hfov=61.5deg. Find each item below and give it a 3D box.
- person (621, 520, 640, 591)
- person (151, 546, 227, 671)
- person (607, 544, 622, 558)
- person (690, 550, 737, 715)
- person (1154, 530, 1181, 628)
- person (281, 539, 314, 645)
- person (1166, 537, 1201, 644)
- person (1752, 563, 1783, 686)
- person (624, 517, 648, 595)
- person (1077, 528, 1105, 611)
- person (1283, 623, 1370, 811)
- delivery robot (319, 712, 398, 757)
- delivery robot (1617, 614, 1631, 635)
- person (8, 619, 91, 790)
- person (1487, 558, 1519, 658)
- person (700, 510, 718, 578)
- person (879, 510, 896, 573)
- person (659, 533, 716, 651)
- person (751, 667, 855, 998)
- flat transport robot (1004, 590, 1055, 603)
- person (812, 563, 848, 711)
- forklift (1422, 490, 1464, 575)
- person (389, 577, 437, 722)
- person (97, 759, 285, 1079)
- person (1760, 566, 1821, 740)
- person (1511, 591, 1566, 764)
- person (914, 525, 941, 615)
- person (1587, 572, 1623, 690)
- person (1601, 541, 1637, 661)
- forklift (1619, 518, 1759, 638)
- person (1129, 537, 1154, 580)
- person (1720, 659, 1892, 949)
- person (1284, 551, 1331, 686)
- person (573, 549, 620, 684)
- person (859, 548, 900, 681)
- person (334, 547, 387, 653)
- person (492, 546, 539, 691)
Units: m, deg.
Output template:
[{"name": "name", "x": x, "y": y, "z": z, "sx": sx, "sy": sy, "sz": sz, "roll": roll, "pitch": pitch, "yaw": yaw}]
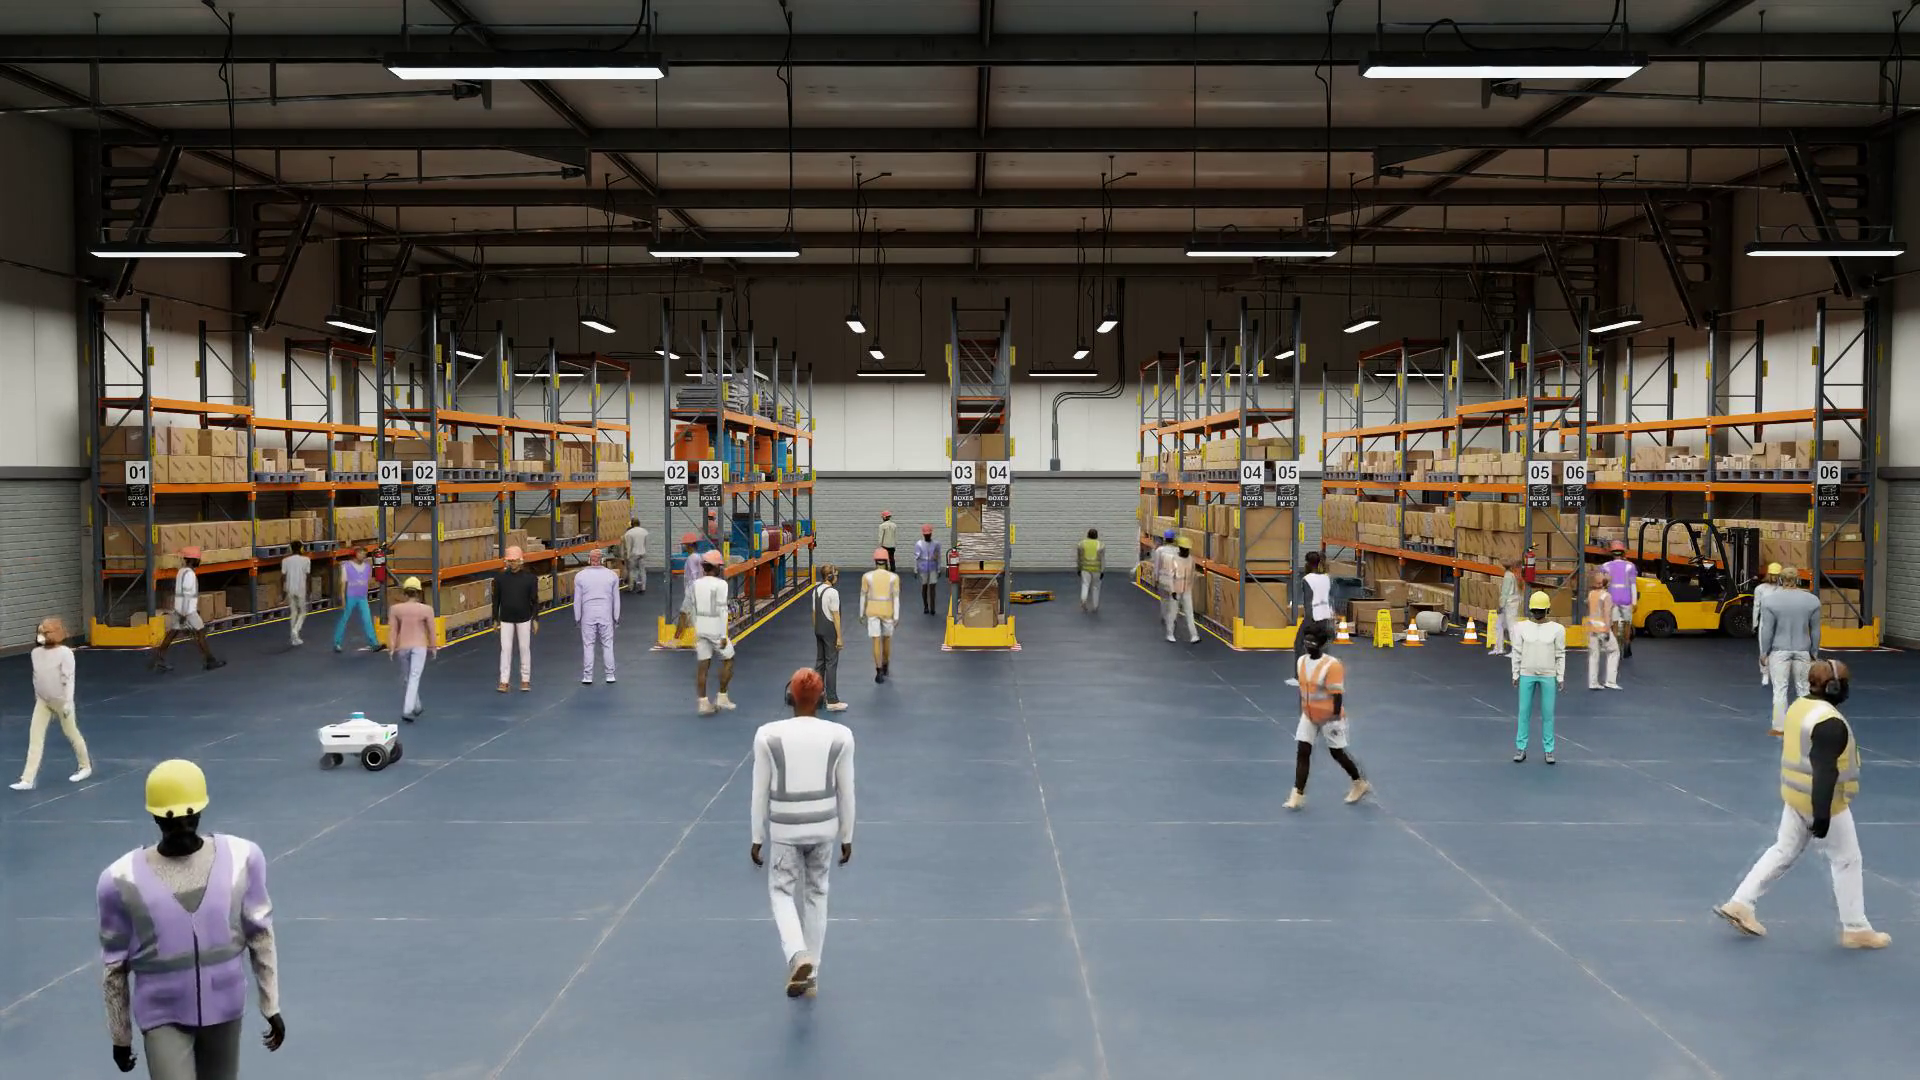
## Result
[{"name": "person", "x": -8.273, "y": 0.411, "z": 40.786, "sx": 0.610, "sy": 1.818, "sz": 0.555, "roll": 0, "pitch": 2, "yaw": 1}, {"name": "person", "x": -11.682, "y": 1.038, "z": 24.366, "sx": 1.042, "sy": 1.883, "sz": 0.549, "roll": -2, "pitch": 3, "yaw": -45}, {"name": "person", "x": -9.536, "y": 0.211, "z": 44.608, "sx": 0.976, "sy": 1.919, "sz": 0.612, "roll": 0, "pitch": 2, "yaw": 3}, {"name": "person", "x": -3.014, "y": 1.133, "z": 19.951, "sx": 0.620, "sy": 2.023, "sz": 0.673, "roll": 2, "pitch": 3, "yaw": 35}, {"name": "person", "x": 4.083, "y": 0.749, "z": 31.355, "sx": 0.631, "sy": 1.901, "sz": 0.989, "roll": 0, "pitch": 2, "yaw": 1}, {"name": "person", "x": -11.480, "y": 0.903, "z": 27.908, "sx": 0.556, "sy": 1.857, "sz": 0.547, "roll": 0, "pitch": 2, "yaw": -1}, {"name": "person", "x": 3.891, "y": 0.885, "z": 28.299, "sx": 0.598, "sy": 1.865, "sz": 1.016, "roll": -1, "pitch": 2, "yaw": -19}, {"name": "person", "x": 11.366, "y": 1.185, "z": 22.555, "sx": 0.525, "sy": 1.715, "sz": 0.738, "roll": 1, "pitch": 2, "yaw": 20}, {"name": "person", "x": -8.041, "y": 0.387, "z": 40.105, "sx": 0.435, "sy": 1.939, "sz": 0.637, "roll": 2, "pitch": 3, "yaw": 45}, {"name": "person", "x": 2.844, "y": 0.640, "z": 35.064, "sx": 0.629, "sy": 1.823, "sz": 0.784, "roll": 0, "pitch": 2, "yaw": 10}, {"name": "person", "x": 3.241, "y": 1.545, "z": 14.294, "sx": 0.853, "sy": 1.655, "sz": 0.565, "roll": -2, "pitch": 3, "yaw": -34}, {"name": "delivery robot", "x": -6.065, "y": 1.982, "z": 16.281, "sx": 0.707, "sy": 0.478, "sz": 0.477, "roll": 0, "pitch": 2, "yaw": -2}, {"name": "delivery robot", "x": 11.747, "y": 1.473, "z": 29.102, "sx": 0.477, "sy": 0.478, "sz": 0.707, "roll": -1, "pitch": 2, "yaw": -16}, {"name": "person", "x": -8.584, "y": 1.536, "z": 15.280, "sx": 0.512, "sy": 1.585, "sz": 0.882, "roll": 1, "pitch": 2, "yaw": 15}, {"name": "person", "x": 8.764, "y": 1.095, "z": 26.073, "sx": 0.653, "sy": 1.614, "sz": 0.515, "roll": 1, "pitch": 2, "yaw": 17}, {"name": "person", "x": -6.875, "y": 0.169, "z": 44.688, "sx": 0.616, "sy": 1.993, "sz": 0.395, "roll": 0, "pitch": 2, "yaw": 11}, {"name": "person", "x": -2.027, "y": 0.168, "z": 44.865, "sx": 0.617, "sy": 1.986, "sz": 0.405, "roll": -2, "pitch": 3, "yaw": -44}, {"name": "person", "x": -4.485, "y": 0.872, "z": 27.225, "sx": 1.112, "sy": 1.985, "sz": 0.623, "roll": 0, "pitch": 2, "yaw": 1}, {"name": "person", "x": -0.868, "y": 1.648, "z": 9.050, "sx": 0.591, "sy": 1.865, "sz": 0.597, "roll": -1, "pitch": 2, "yaw": -13}, {"name": "flat transport robot", "x": 1.620, "y": 1.314, "z": 37.788, "sx": 0.652, "sy": 0.197, "sz": 1.431, "roll": 1, "pitch": 3, "yaw": 30}, {"name": "person", "x": -1.651, "y": 1.214, "z": 20.300, "sx": 0.346, "sy": 1.844, "sz": 0.507, "roll": -2, "pitch": 3, "yaw": -41}, {"name": "forklift", "x": 13.926, "y": -0.371, "z": 47.846, "sx": 1.873, "sy": 2.768, "sz": 1.129, "roll": 0, "pitch": 2, "yaw": 0}, {"name": "person", "x": -6.592, "y": 1.308, "z": 19.444, "sx": 0.534, "sy": 1.727, "sz": 0.916, "roll": 0, "pitch": 2, "yaw": 0}, {"name": "person", "x": -2.940, "y": 1.754, "z": 6.148, "sx": 0.602, "sy": 1.895, "sz": 0.906, "roll": -2, "pitch": 3, "yaw": -37}, {"name": "person", "x": 9.258, "y": 1.260, "z": 18.020, "sx": 0.627, "sy": 1.934, "sz": 0.370, "roll": 0, "pitch": 2, "yaw": 12}, {"name": "person", "x": 5.935, "y": 1.404, "z": 16.574, "sx": 0.523, "sy": 1.760, "sz": 0.327, "roll": 1, "pitch": 2, "yaw": 21}, {"name": "person", "x": -0.682, "y": 0.630, "z": 34.278, "sx": 0.566, "sy": 1.903, "sz": 0.820, "roll": 0, "pitch": 2, "yaw": -1}, {"name": "person", "x": 8.850, "y": 1.249, "z": 22.110, "sx": 0.517, "sy": 1.623, "sz": 0.531, "roll": -1, "pitch": 2, "yaw": -13}, {"name": "person", "x": 10.560, "y": 0.964, "z": 25.856, "sx": 0.557, "sy": 1.894, "sz": 0.921, "roll": 1, "pitch": 3, "yaw": 27}, {"name": "forklift", "x": 13.417, "y": 0.684, "z": 29.791, "sx": 2.313, "sy": 2.155, "sz": 1.214, "roll": 0, "pitch": 2, "yaw": 0}, {"name": "person", "x": 5.037, "y": 0.270, "z": 44.337, "sx": 0.619, "sy": 1.824, "sz": 0.645, "roll": 0, "pitch": 2, "yaw": -8}, {"name": "person", "x": 5.322, "y": 1.643, "z": 10.200, "sx": 0.946, "sy": 1.804, "sz": 0.631, "roll": 0, "pitch": 2, "yaw": 6}, {"name": "person", "x": 4.839, "y": 1.102, "z": 22.449, "sx": 0.611, "sy": 1.885, "sz": 0.808, "roll": -2, "pitch": 3, "yaw": -42}, {"name": "person", "x": -5.146, "y": 1.080, "z": 22.874, "sx": 0.651, "sy": 1.906, "sz": 0.401, "roll": -1, "pitch": 2, "yaw": -18}, {"name": "person", "x": -1.168, "y": 1.067, "z": 23.365, "sx": 0.569, "sy": 1.885, "sz": 0.975, "roll": 0, "pitch": 2, "yaw": -8}, {"name": "person", "x": -10.010, "y": 0.994, "z": 26.807, "sx": 1.084, "sy": 1.765, "sz": 0.598, "roll": 2, "pitch": 3, "yaw": 34}, {"name": "person", "x": -6.072, "y": 1.070, "z": 22.032, "sx": 0.622, "sy": 1.992, "sz": 0.396, "roll": 0, "pitch": 2, "yaw": -7}]
